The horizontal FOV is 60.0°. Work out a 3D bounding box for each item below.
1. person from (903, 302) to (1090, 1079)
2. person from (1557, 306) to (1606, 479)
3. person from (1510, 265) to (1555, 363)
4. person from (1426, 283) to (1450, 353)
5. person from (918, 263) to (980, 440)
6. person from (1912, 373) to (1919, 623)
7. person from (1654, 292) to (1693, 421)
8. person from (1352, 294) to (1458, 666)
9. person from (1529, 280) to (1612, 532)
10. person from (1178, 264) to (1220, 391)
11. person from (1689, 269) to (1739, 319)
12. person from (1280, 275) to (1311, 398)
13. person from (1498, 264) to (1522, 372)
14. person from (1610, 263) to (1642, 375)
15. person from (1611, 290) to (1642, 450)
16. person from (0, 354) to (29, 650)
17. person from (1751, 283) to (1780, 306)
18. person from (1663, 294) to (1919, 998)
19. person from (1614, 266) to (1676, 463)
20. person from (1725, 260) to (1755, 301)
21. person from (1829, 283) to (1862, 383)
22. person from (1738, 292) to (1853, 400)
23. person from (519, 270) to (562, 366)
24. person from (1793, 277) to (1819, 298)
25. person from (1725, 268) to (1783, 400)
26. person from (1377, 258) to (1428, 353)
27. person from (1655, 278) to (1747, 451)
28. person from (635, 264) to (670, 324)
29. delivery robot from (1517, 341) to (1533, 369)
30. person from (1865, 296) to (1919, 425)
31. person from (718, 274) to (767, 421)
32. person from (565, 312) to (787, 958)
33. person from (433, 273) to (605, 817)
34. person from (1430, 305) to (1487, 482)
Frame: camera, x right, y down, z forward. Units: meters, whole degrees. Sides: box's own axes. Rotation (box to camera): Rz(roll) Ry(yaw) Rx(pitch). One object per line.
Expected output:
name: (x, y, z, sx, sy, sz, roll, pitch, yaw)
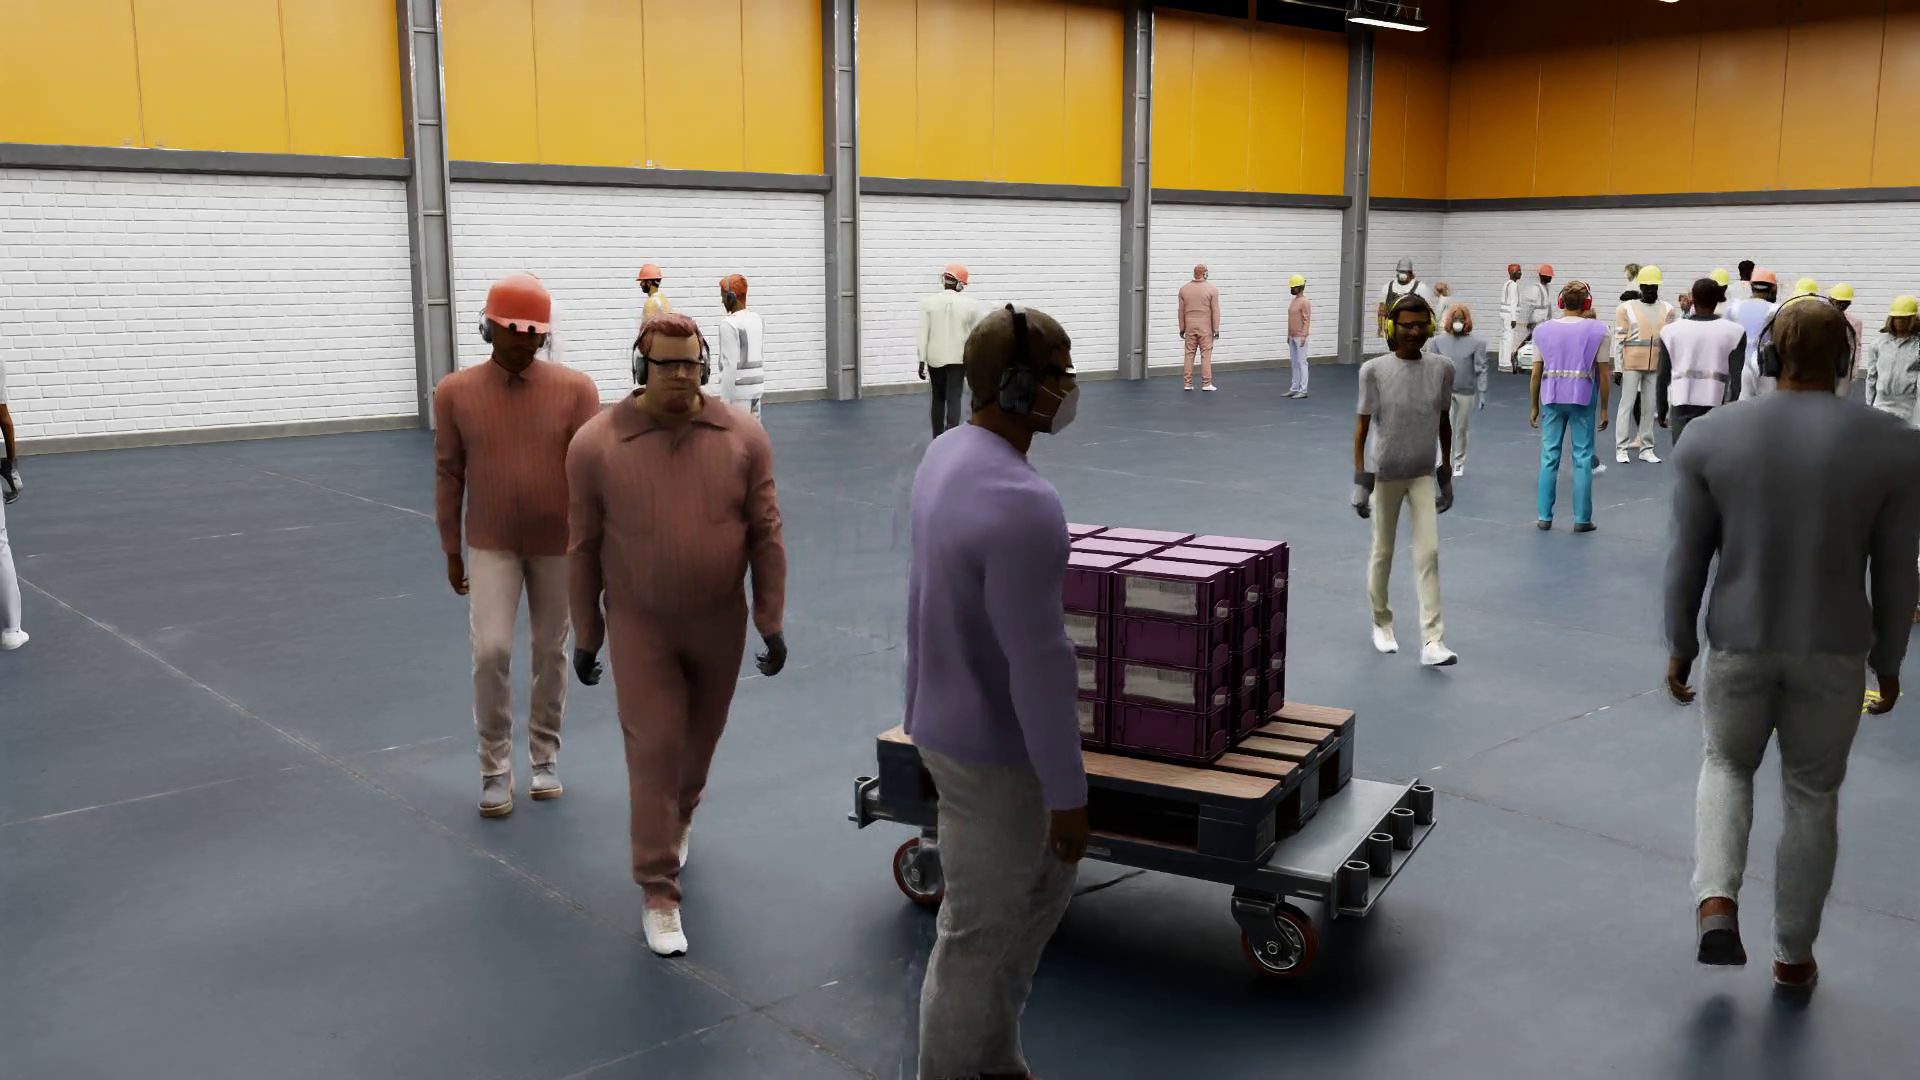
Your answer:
person: (0.128, 0.452, 3.625, 0.568, 1.920, 0.663, -2, 10, -14)
person: (5.618, -1.348, 15.160, 0.847, 1.588, 0.503, -9, 13, -43)
person: (10.334, -3.992, 29.811, 0.992, 1.882, 0.637, 8, 13, 41)
person: (7.822, -3.394, 27.128, 0.851, 1.594, 0.513, 2, 10, 11)
person: (-0.101, -1.797, 16.723, 0.639, 1.941, 0.798, 1, 10, 5)
person: (5.349, -0.371, 8.839, 0.646, 1.804, 0.869, 2, 10, 14)
person: (8.951, -2.241, 20.397, 0.910, 1.582, 0.525, -2, 10, -11)
person: (2.219, -0.286, 8.211, 0.566, 1.826, 0.911, 0, 10, -1)
person: (4.465, -0.975, 12.209, 0.563, 1.848, 0.389, 6, 11, 29)
person: (3.606, -3.187, 24.997, 0.655, 1.905, 0.407, 6, 11, 29)
person: (8.508, -2.107, 18.774, 0.617, 1.875, 0.992, 6, 11, 30)
person: (4.802, -2.896, 23.723, 0.328, 1.760, 0.524, -2, 10, -14)
person: (9.664, -3.895, 29.205, 0.359, 1.882, 0.575, 1, 10, 5)
person: (11.387, -3.710, 28.042, 0.659, 1.921, 0.629, 4, 11, 23)
person: (7.050, -1.766, 17.352, 0.453, 1.661, 0.555, -3, 10, -15)
person: (-5.078, -0.347, 8.467, 0.521, 1.874, 0.328, -6, 11, -32)
person: (8.249, -1.777, 17.102, 1.018, 1.790, 0.613, 3, 10, 19)
person: (2.243, 0.302, 4.537, 0.621, 1.925, 0.489, 6, 11, 31)
person: (6.691, -1.708, 16.272, 0.588, 1.927, 0.371, -1, 10, -4)
person: (11.897, -3.275, 25.331, 0.618, 1.963, 0.361, 7, 12, 36)
person: (9.003, -1.765, 17.146, 0.539, 1.727, 0.724, 1, 10, 8)
person: (4.892, -0.541, 9.796, 0.606, 1.808, 0.628, 5, 11, 27)
person: (-4.609, -1.972, 17.971, 0.659, 1.879, 0.618, 1, 10, 8)
person: (9.399, -2.010, 18.426, 0.764, 1.800, 0.593, -9, 13, -41)
person: (7.679, -1.678, 16.144, 0.570, 1.910, 0.441, 9, 13, 41)
person: (6.499, -3.178, 24.545, 0.689, 2.000, 1.022, 6, 12, 33)
person: (5.437, -0.988, 12.265, 0.596, 1.852, 1.013, 4, 10, 22)
person: (-3.398, -2.083, 18.439, 0.373, 1.935, 0.552, 1, 10, 5)
delivery robot: (9.786, -3.185, 28.656, 0.477, 0.478, 0.707, 3, 10, 16)
person: (7.141, -0.988, 12.691, 0.498, 1.716, 0.751, 7, 12, 35)
person: (-1.713, -1.122, 12.958, 0.356, 1.887, 0.573, 4, 10, 20)
person: (-0.884, 0.226, 5.162, 0.657, 1.865, 0.938, -4, 10, -20)
person: (-1.581, 0.026, 6.036, 0.607, 1.959, 0.657, -3, 10, -16)
person: (4.489, -1.326, 15.024, 0.519, 1.581, 0.877, 4, 10, 22)
